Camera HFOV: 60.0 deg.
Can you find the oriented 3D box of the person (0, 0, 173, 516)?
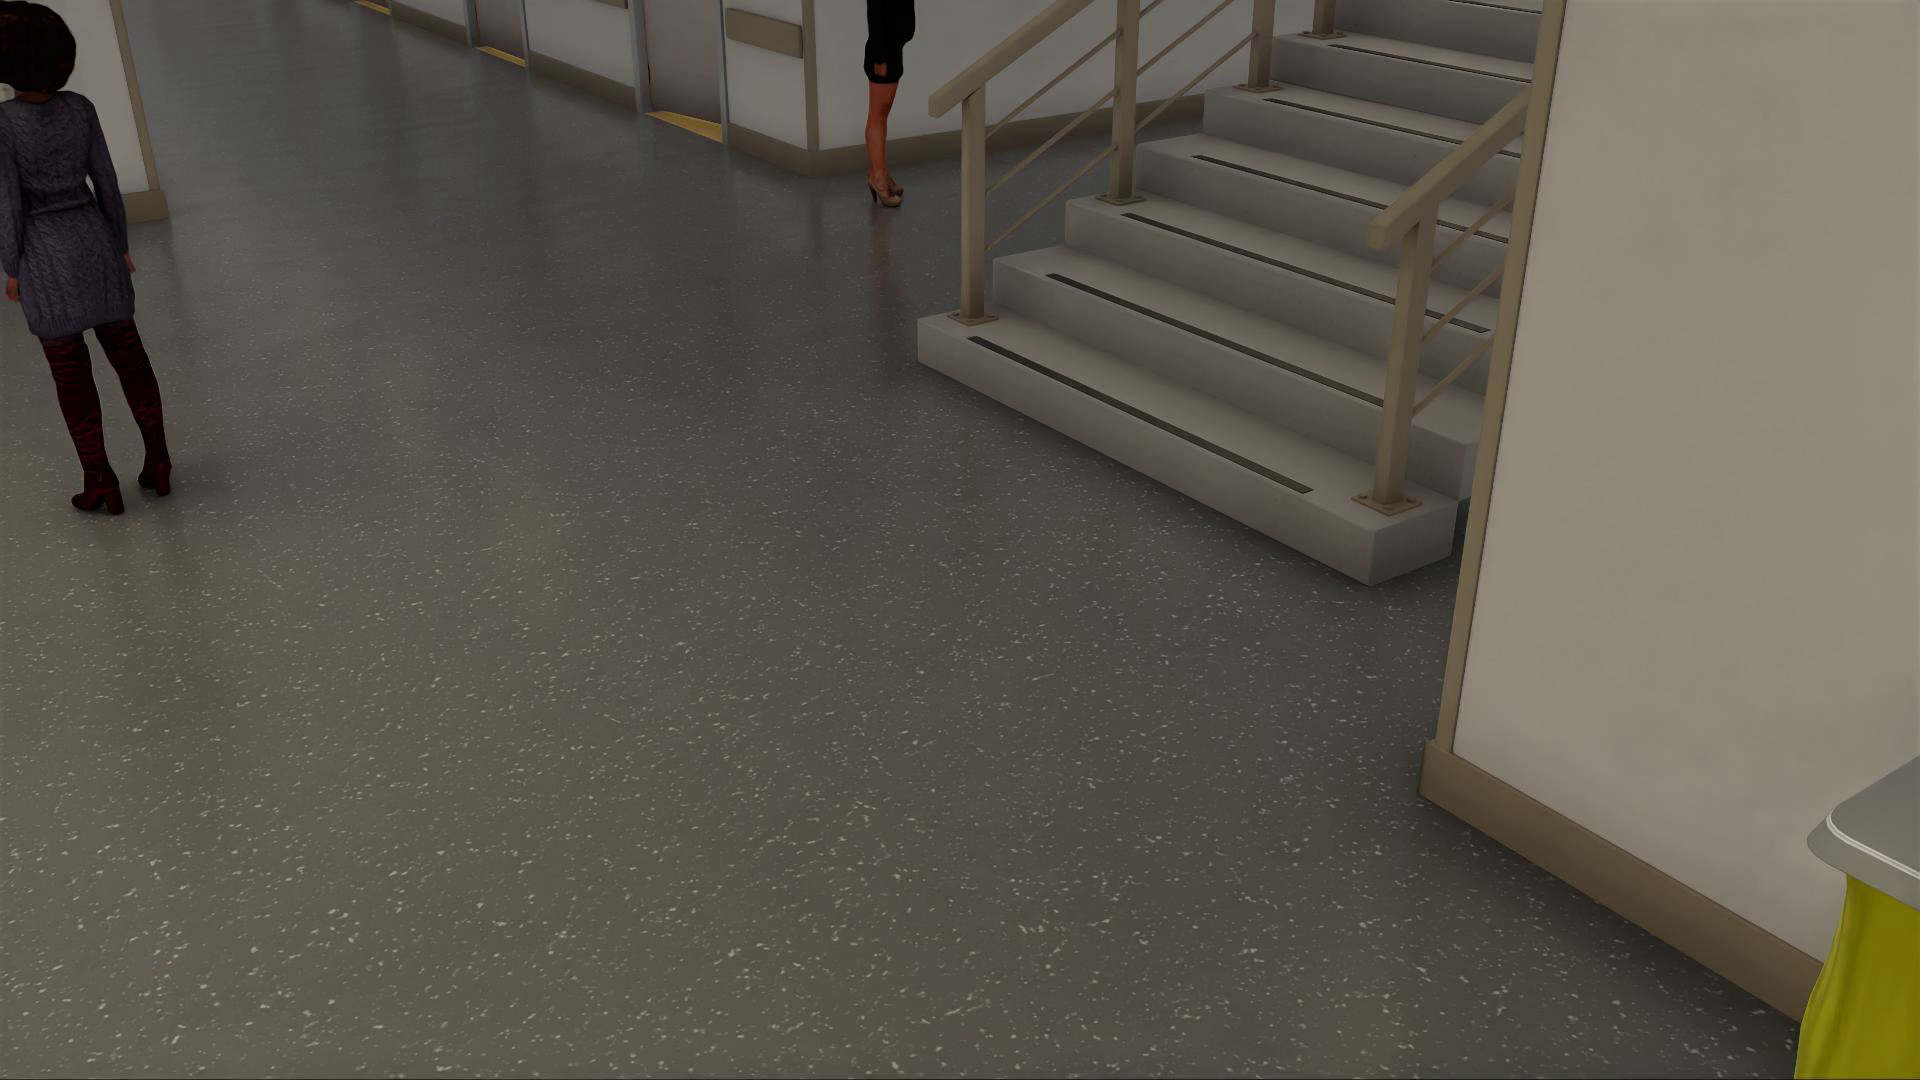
[{"bbox_3d":[-2.983,-0.922,5.586,0.718,1.711,0.578,17,31,32],"label":"person"}]

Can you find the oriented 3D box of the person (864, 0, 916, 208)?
[{"bbox_3d":[-0.434,-2.745,9.450,0.767,1.639,0.709,2,26,3],"label":"person"}]
